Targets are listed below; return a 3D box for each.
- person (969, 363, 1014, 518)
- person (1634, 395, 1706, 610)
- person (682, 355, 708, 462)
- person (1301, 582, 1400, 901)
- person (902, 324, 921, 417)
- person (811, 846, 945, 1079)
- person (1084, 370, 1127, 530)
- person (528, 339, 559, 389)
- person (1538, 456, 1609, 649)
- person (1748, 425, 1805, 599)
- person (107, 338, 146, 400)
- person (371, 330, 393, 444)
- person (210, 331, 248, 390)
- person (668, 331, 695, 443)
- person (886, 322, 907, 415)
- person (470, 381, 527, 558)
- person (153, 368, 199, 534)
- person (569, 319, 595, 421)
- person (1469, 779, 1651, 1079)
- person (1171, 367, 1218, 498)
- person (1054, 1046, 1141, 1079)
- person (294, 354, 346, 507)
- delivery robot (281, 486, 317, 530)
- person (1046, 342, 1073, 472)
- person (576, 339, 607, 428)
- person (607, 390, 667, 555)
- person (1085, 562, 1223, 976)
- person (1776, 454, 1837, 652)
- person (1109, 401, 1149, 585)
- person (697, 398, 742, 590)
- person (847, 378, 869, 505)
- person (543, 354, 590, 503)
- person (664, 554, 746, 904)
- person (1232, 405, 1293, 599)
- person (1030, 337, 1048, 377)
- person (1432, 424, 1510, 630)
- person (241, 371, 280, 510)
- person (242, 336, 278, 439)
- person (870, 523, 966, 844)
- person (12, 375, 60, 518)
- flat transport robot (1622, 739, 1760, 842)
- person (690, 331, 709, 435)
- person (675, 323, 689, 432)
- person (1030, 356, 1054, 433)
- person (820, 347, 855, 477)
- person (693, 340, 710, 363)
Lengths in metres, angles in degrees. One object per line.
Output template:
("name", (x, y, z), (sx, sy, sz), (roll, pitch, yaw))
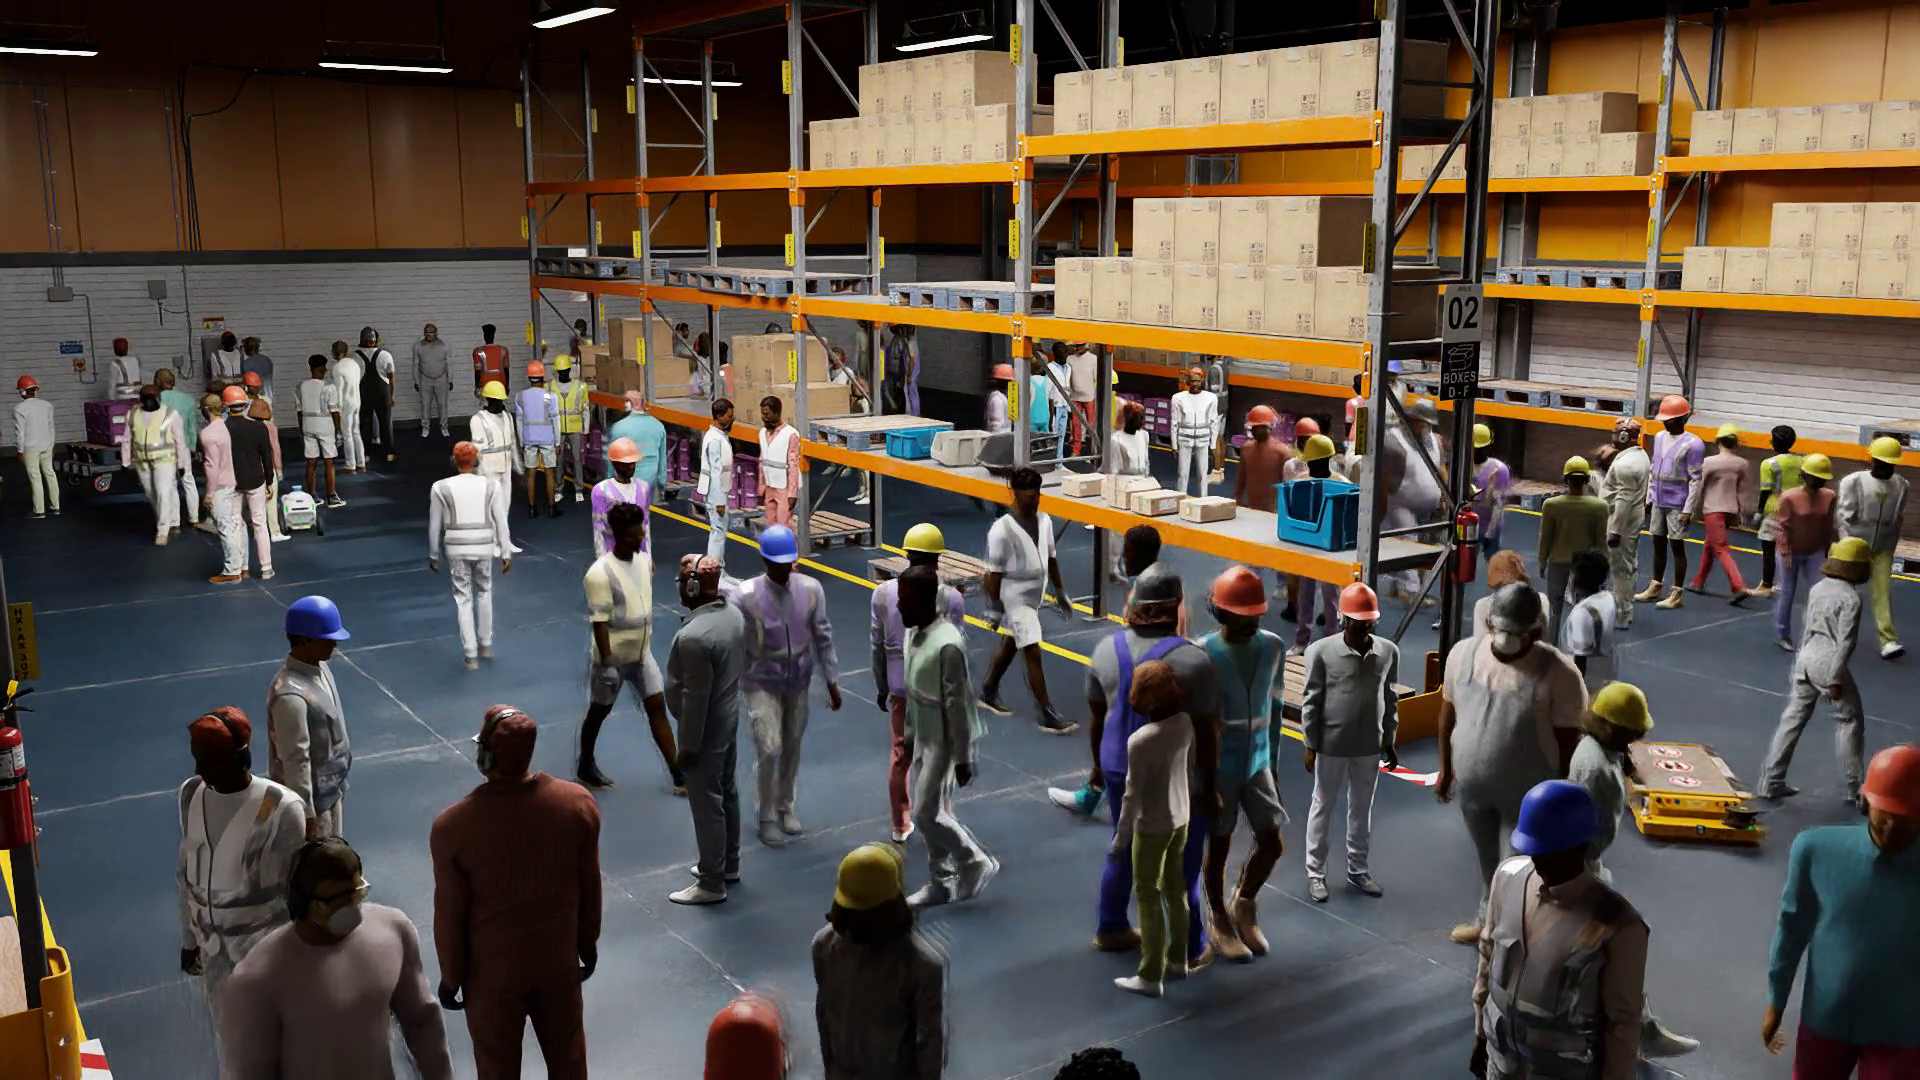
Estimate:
("person", (0.440, -1.205, 20.324), (0.549, 1.916, 0.560), (1, 11, 4))
("person", (6.685, -0.358, 15.695), (0.392, 2.037, 0.605), (-4, 12, -18))
("person", (-4.084, -2.015, 25.303), (0.519, 1.604, 0.823), (-3, 11, -14))
("person", (2.125, 1.086, 9.026), (0.562, 1.753, 0.327), (-2, 11, -11))
("person", (-0.855, -2.916, 29.281), (0.326, 1.842, 0.517), (1, 11, 7))
("person", (-0.274, 1.804, 5.498), (0.494, 1.693, 0.901), (4, 12, 18))
("person", (1.731, -1.040, 19.465), (0.374, 1.928, 0.584), (-8, 14, -35))
("person", (-6.652, -2.361, 26.738), (0.549, 1.731, 0.782), (-7, 13, -32))
("person", (5.004, 0.190, 13.615), (0.527, 1.760, 0.333), (4, 12, 19))
("person", (7.926, -0.271, 16.120), (0.534, 1.698, 0.318), (-4, 12, -21))
("person", (-12.697, -2.121, 25.170), (0.794, 1.859, 0.597), (4, 12, 18))
("person", (-9.498, -2.490, 27.050), (0.512, 1.866, 0.330), (-10, 15, -42))
("person", (-11.614, -2.390, 26.518), (0.575, 1.876, 0.356), (-9, 14, -40))
("person", (-4.596, -2.487, 27.036), (0.777, 1.865, 0.664), (-4, 12, -19))
("person", (-1.137, -3.059, 29.798), (0.369, 1.929, 0.542), (-3, 11, -13))
("person", (-5.045, -0.785, 18.178), (0.383, 1.924, 0.609), (5, 12, 26))
("person", (-9.212, -1.044, 19.458), (0.353, 1.936, 0.635), (7, 13, 30))
("person", (-6.518, -2.870, 28.838), (0.631, 1.932, 0.364), (8, 14, 35))
("person", (1.906, 1.698, 5.416), (0.399, 1.942, 0.603), (-7, 13, -30))
("person", (2.848, -1.164, 20.237), (0.568, 1.879, 0.353), (1, 11, 4))
("person", (0.328, 2.069, 4.149), (0.535, 1.697, 0.318), (3, 12, 16))
("person", (-8.139, -1.389, 21.177), (0.606, 1.957, 0.373), (2, 11, 12))
("delivery robot", (-7.719, -0.387, 19.403), (0.477, 0.478, 0.707), (-5, 12, -24))
("person", (1.390, -1.876, 23.770), (0.389, 1.919, 0.592), (8, 14, 36))
("person", (-5.723, -2.211, 25.798), (0.493, 1.794, 0.664), (2, 11, 11))
("person", (-3.435, -0.652, 17.606), (0.521, 1.878, 0.644), (9, 14, 37))
("person", (0.987, 1.097, 8.238), (0.717, 2.000, 0.541), (10, 15, 41))
("person", (7.118, 0.137, 13.965), (0.532, 1.733, 0.691), (0, 11, 0))
("person", (1.665, -0.478, 16.765), (0.595, 1.861, 0.494), (-10, 15, -42))
("person", (-2.402, -0.455, 16.529), (0.405, 1.909, 0.597), (-1, 11, -4))
("person", (-1.283, -1.275, 21.421), (0.285, 1.634, 0.499), (-3, 12, -16))
("person", (-5.084, -1.438, 21.504), (0.593, 1.924, 0.384), (-1, 11, -7))
("person", (-1.392, 1.013, 9.015), (0.409, 1.907, 0.649), (2, 11, 11))
("person", (2.908, -0.330, 15.817), (1.052, 1.936, 0.637), (-8, 14, -36))
("person", (1.220, -2.563, 27.767), (0.488, 1.733, 0.328), (1, 11, 5))
("person", (4.683, -0.124, 14.957), (0.983, 1.872, 0.584), (-9, 14, -39))
("person", (-8.889, -1.253, 20.999), (0.325, 1.752, 0.563), (7, 13, 32))
("person", (-10.349, -2.039, 24.550), (0.358, 1.938, 0.631), (2, 11, 12))
("person", (-0.234, 0.856, 9.785), (0.589, 1.919, 0.392), (4, 12, 21))
("person", (-11.398, -1.149, 20.468), (0.342, 1.751, 0.564), (4, 12, 18))
("flat transport robot", (4.526, 1.542, 10.501), (0.652, 0.197, 1.431), (2, 11, 12))
("person", (-4.238, -2.502, 27.233), (0.427, 1.829, 0.638), (2, 11, 11))
("person", (-4.752, -2.793, 28.587), (0.328, 1.872, 0.509), (0, 11, -2))
("person", (1.020, -1.554, 22.305), (0.506, 1.845, 0.342), (-4, 12, -22))
("person", (-1.734, -1.828, 23.696), (0.570, 1.849, 0.381), (8, 14, 37))
("person", (-4.087, -2.311, 26.449), (0.348, 1.743, 0.555), (-2, 11, -11))
